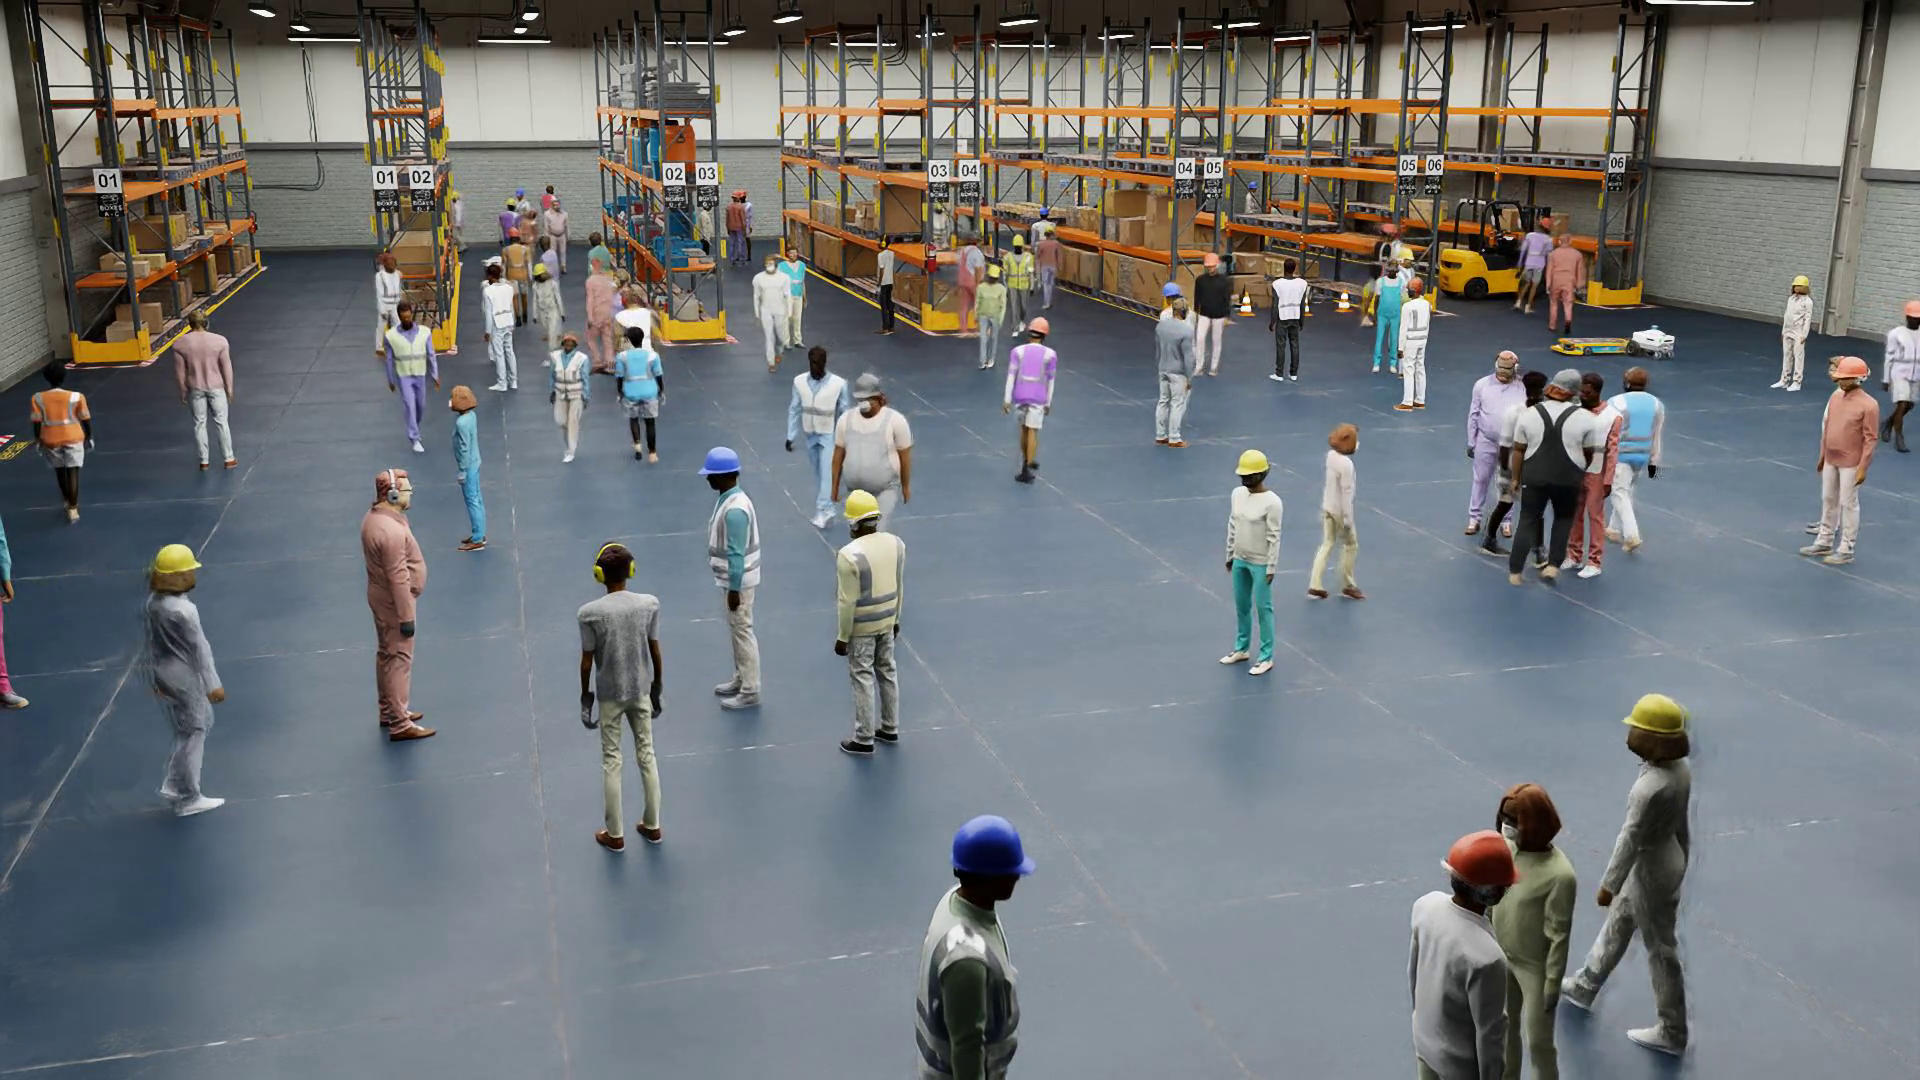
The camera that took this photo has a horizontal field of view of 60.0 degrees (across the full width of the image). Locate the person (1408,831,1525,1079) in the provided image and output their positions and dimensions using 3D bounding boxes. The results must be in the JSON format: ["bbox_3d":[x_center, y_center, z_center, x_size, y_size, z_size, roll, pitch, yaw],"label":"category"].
[{"bbox_3d":[1.902,1.912,6.290,0.334,1.749,0.575,-3,15,-13],"label":"person"}]

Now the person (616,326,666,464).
[{"bbox_3d":[-3.882,-1.761,20.246,0.604,1.673,0.375,-2,15,-7],"label":"person"}]

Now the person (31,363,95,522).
[{"bbox_3d":[-9.484,-1.058,17.639,0.551,1.649,0.872,-4,16,-16],"label":"person"}]

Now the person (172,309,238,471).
[{"bbox_3d":[-9.006,-1.787,19.865,0.629,1.937,0.379,-4,15,-15],"label":"person"}]

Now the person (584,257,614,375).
[{"bbox_3d":[-5.811,-3.589,26.752,0.527,1.882,0.658,10,18,34],"label":"person"}]

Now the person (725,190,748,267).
[{"bbox_3d":[-5.913,-8.250,44.067,0.614,1.993,0.395,8,17,28],"label":"person"}]

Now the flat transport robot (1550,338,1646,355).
[{"bbox_3d":[11.168,-3.398,29.116,1.431,0.197,0.652,-1,15,-4],"label":"flat transport robot"}]

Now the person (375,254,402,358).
[{"bbox_3d":[-9.702,-3.962,28.315,1.027,1.817,0.569,11,19,36],"label":"person"}]

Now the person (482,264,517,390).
[{"bbox_3d":[-7.005,-3.239,25.366,0.373,1.914,0.596,7,17,26],"label":"person"}]

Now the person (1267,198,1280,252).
[{"bbox_3d":[8.849,-8.823,46.942,0.288,1.629,0.498,4,15,15],"label":"person"}]

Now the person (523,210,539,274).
[{"bbox_3d":[-10.824,-7.520,42.025,0.542,1.617,0.382,13,20,41],"label":"person"}]

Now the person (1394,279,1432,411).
[{"bbox_3d":[6.462,-2.774,23.702,0.572,1.877,0.345,-11,19,-37],"label":"person"}]

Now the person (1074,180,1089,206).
[{"bbox_3d":[3.756,-10.067,51.056,0.585,1.918,0.379,-12,19,-39],"label":"person"}]

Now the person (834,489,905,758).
[{"bbox_3d":[-0.630,0.559,11.240,0.403,1.827,0.600,12,19,39],"label":"person"}]

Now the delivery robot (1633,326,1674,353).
[{"bbox_3d":[11.887,-3.428,28.505,0.477,0.478,0.707,-5,16,-18],"label":"delivery robot"}]

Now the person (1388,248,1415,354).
[{"bbox_3d":[7.725,-4.167,29.019,0.602,1.828,0.404,-12,19,-38],"label":"person"}]

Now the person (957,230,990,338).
[{"bbox_3d":[0.284,-4.787,30.949,0.779,2.000,0.685,-12,19,-38],"label":"person"}]

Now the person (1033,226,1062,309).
[{"bbox_3d":[1.843,-5.773,35.253,0.615,1.719,0.682,-3,15,-11],"label":"person"}]

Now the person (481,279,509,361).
[{"bbox_3d":[-7.848,-3.845,28.243,0.552,1.644,0.310,-12,19,-38],"label":"person"}]

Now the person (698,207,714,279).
[{"bbox_3d":[-6.261,-7.466,41.149,0.415,1.985,0.611,-2,15,-6],"label":"person"}]

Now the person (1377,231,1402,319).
[{"bbox_3d":[8.563,-5.364,33.345,0.398,1.921,0.553,-6,16,-20],"label":"person"}]

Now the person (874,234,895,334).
[{"bbox_3d":[-1.428,-4.827,31.418,0.316,1.875,0.531,8,17,27],"label":"person"}]

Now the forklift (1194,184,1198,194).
[{"bbox_3d":[7.392,-11.333,53.972,1.873,2.768,1.129,-4,15,-15],"label":"forklift"}]

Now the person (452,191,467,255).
[{"bbox_3d":[-14.269,-9.017,47.308,0.403,1.818,0.626,-3,15,-13],"label":"person"}]

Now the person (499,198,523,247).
[{"bbox_3d":[-11.286,-7.630,41.879,0.595,1.927,0.377,4,15,14],"label":"person"}]

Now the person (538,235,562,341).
[{"bbox_3d":[-7.532,-4.622,30.531,0.375,1.936,0.628,-1,15,-2],"label":"person"}]

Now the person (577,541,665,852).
[{"bbox_3d":[-1.992,0.922,9.811,0.507,1.863,0.331,-8,17,-28],"label":"person"}]

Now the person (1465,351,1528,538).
[{"bbox_3d":[5.463,-0.972,16.865,0.637,1.902,0.406,5,16,18],"label":"person"}]

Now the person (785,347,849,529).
[{"bbox_3d":[-1.497,-1.062,17.252,0.603,1.875,0.952,6,16,21],"label":"person"}]

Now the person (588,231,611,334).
[{"bbox_3d":[-6.800,-4.854,31.423,0.376,1.931,0.645,5,16,19],"label":"person"}]

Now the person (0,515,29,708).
[{"bbox_3d":[-7.053,0.316,11.867,0.415,1.985,0.611,7,16,25],"label":"person"}]

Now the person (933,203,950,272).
[{"bbox_3d":[-0.499,-7.797,42.720,0.626,1.801,0.820,-9,17,-30],"label":"person"}]

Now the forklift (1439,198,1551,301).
[{"bbox_3d":[11.913,-6.508,37.130,2.313,2.155,1.214,-4,15,-15],"label":"forklift"}]

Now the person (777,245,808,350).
[{"bbox_3d":[-2.978,-4.307,29.516,0.569,1.844,0.377,-12,19,-38],"label":"person"}]

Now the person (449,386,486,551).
[{"bbox_3d":[-4.860,-0.712,16.391,0.278,1.636,0.506,-2,15,-7],"label":"person"}]

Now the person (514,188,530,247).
[{"bbox_3d":[-12.251,-8.875,46.539,0.644,1.929,0.725,10,18,33],"label":"person"}]

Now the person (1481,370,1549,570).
[{"bbox_3d":[5.372,-0.677,15.770,0.679,1.889,1.003,-6,16,-20],"label":"person"}]

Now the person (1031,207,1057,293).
[{"bbox_3d":[1.919,-6.611,38.003,0.604,1.942,0.402,-1,15,-5],"label":"person"}]

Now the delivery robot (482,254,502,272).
[{"bbox_3d":[-11.618,-6.937,41.711,0.707,0.478,0.477,-11,19,-37],"label":"delivery robot"}]
